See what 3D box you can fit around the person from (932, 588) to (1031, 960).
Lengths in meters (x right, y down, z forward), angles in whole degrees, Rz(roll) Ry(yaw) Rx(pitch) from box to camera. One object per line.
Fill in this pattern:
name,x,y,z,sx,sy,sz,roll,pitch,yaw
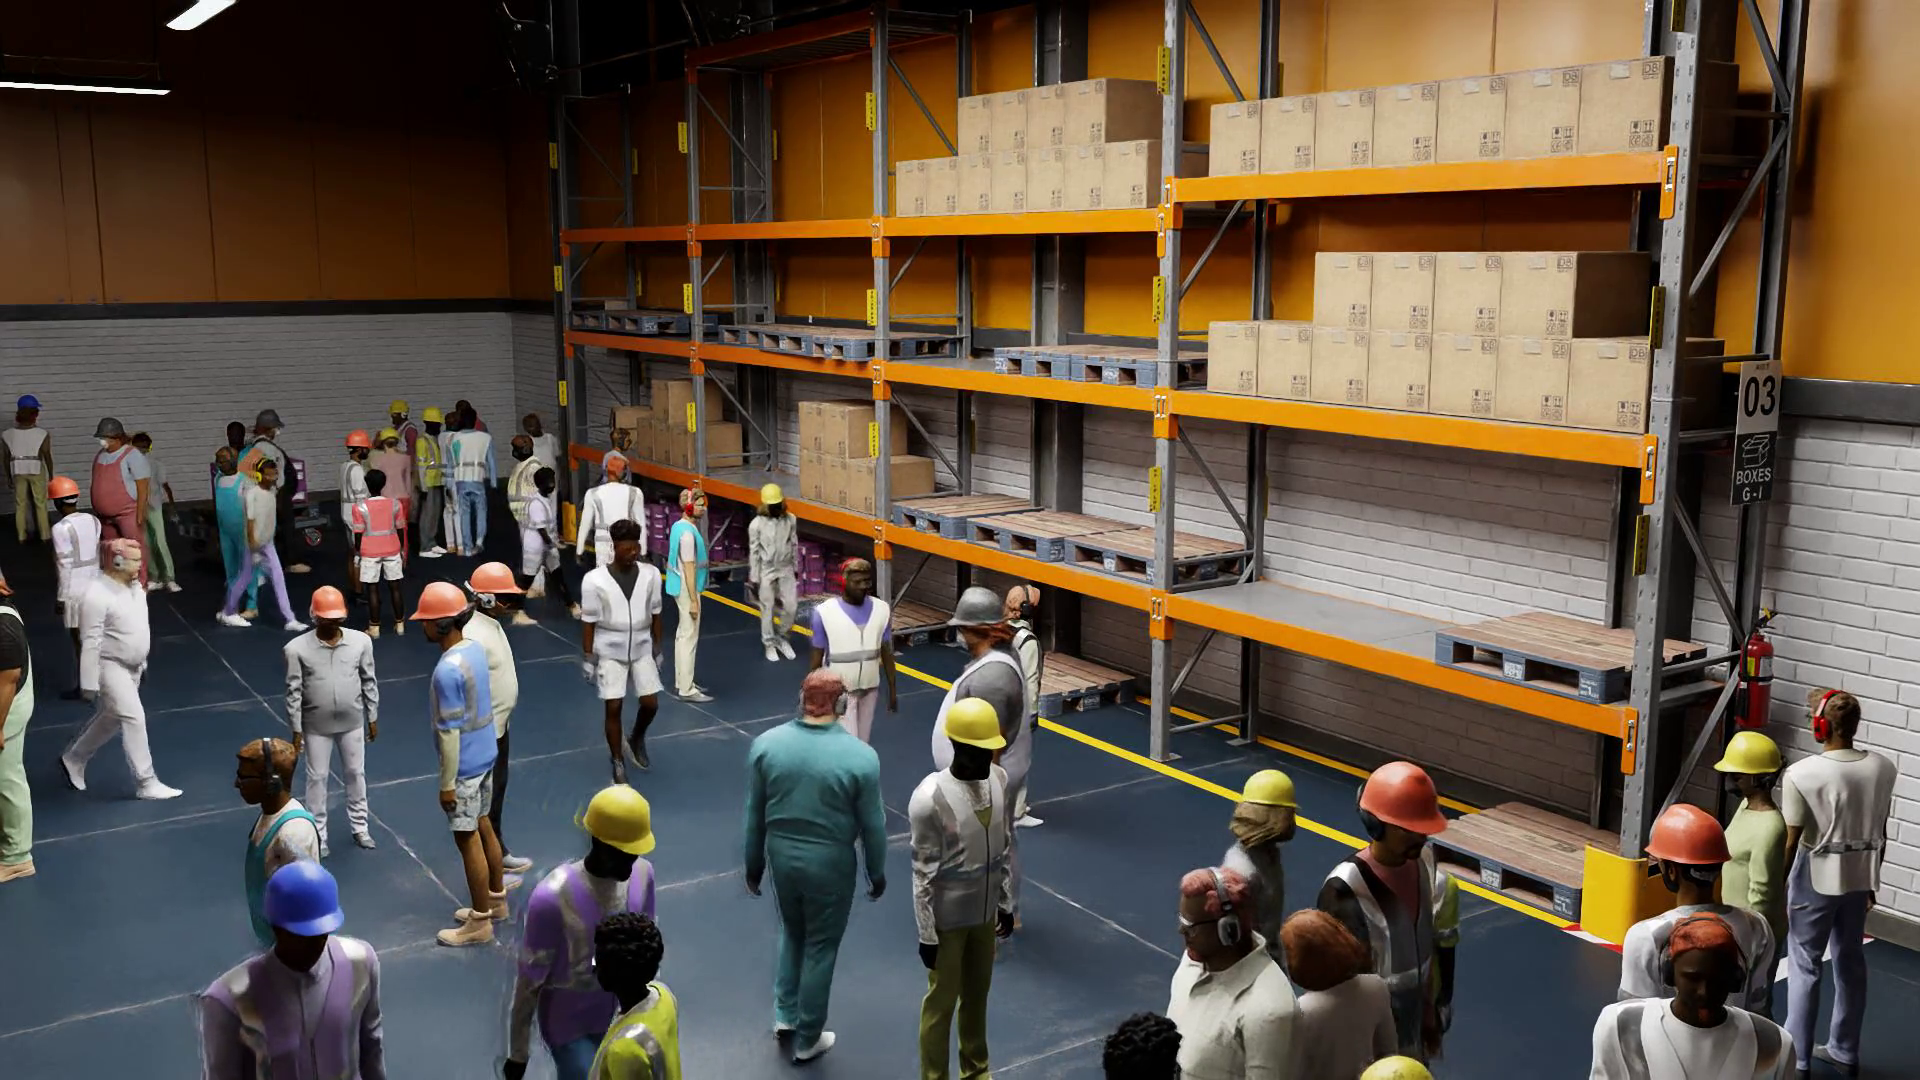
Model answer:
person,0.117,1.243,9.125,0.538,2.000,0.682,2,10,13

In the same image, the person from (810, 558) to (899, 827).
person,-0.695,1.017,11.049,0.601,1.827,0.490,-7,12,-35

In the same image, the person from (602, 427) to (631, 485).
person,-3.961,-0.390,19.318,0.353,1.837,0.511,-7,12,-36

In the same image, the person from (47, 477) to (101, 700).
person,-7.612,0.414,14.310,0.375,1.931,0.542,1,10,6

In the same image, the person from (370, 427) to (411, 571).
person,-6.881,-0.490,20.153,0.530,1.756,0.405,-8,12,-38

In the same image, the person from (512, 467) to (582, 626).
person,-4.229,0.073,17.108,0.865,1.643,0.541,0,10,3

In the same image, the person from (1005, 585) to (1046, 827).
person,0.394,1.105,11.140,0.314,1.629,0.509,-4,10,-21

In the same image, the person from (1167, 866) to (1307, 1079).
person,0.827,1.961,5.338,0.402,1.896,0.657,-3,10,-17

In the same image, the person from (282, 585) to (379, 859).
person,-3.977,1.143,10.574,0.565,1.745,0.349,-6,12,-33

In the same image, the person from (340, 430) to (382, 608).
person,-6.524,-0.230,18.098,0.388,1.930,0.544,-6,11,-33

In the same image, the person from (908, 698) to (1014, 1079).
person,0.030,1.618,7.286,0.396,1.920,0.586,9,13,41

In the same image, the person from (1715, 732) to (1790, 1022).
person,3.434,1.697,7.282,0.340,1.761,0.525,3,10,17

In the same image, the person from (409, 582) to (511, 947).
person,-2.790,1.231,9.228,0.421,2.033,0.608,0,10,-1

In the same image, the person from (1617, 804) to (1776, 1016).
person,2.507,1.866,5.803,0.543,1.929,0.386,-2,10,-10

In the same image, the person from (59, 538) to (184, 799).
person,-5.985,0.903,11.671,0.898,1.865,0.687,0,10,0

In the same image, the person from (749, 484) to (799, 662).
person,-1.724,0.305,15.566,0.518,1.710,0.469,-5,11,-27

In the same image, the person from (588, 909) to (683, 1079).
person,-1.051,2.037,5.471,0.317,1.695,0.540,0,10,-1

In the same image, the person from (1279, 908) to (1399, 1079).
person,1.307,2.036,5.802,0.556,1.574,0.871,-7,12,-34

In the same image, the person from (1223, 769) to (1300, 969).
person,1.145,1.795,6.841,0.411,1.724,0.618,5,11,25

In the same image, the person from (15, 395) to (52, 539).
person,-12.525,-0.983,22.455,0.383,1.950,0.605,-4,10,-21

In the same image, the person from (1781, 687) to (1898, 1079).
person,4.004,1.595,7.649,0.561,1.838,0.393,-2,10,-12

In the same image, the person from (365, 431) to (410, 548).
person,-7.368,-0.605,21.272,0.509,1.608,0.761,1,10,7

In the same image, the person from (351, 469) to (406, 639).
person,-5.804,0.135,16.630,0.541,1.695,0.316,-8,12,-39

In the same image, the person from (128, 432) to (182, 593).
person,-9.186,-0.309,18.802,0.727,1.847,0.409,1,10,7

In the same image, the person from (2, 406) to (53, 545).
person,-12.311,-0.845,22.001,0.565,1.832,0.404,-3,10,-16

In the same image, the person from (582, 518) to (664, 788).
person,-2.430,0.803,11.977,0.642,1.954,0.423,-5,11,-27

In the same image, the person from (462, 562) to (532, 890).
person,-2.820,1.115,10.047,0.407,1.986,0.617,-1,10,-4

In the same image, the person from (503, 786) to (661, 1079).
person,-1.334,1.827,6.227,0.960,1.851,0.648,5,11,27

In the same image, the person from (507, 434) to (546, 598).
person,-4.842,-0.271,18.635,0.429,1.837,0.631,-4,11,-23

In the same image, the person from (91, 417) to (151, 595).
person,-9.390,-0.358,18.520,0.685,2.000,0.535,3,10,19

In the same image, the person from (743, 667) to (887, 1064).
person,-0.663,1.529,7.897,0.666,1.883,0.514,4,10,21

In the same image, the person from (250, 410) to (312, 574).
person,-8.224,-0.590,19.884,0.691,2.000,0.745,-7,12,-34

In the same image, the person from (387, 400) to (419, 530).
person,-7.768,-1.052,23.232,0.403,1.824,0.593,-8,12,-38

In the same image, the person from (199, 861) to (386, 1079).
person,-2.146,1.942,5.436,0.609,1.901,0.759,-8,13,-40

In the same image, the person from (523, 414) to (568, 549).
person,-5.376,-0.736,21.450,0.600,1.806,0.446,-4,10,-21

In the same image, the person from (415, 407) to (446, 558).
person,-6.696,-0.734,21.108,0.407,1.917,0.584,0,10,1

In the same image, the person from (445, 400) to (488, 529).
person,-6.841,-1.022,23.054,0.633,1.835,0.431,-9,13,-43

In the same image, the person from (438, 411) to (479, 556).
person,-6.420,-0.723,21.246,0.429,1.843,0.633,-9,13,-43

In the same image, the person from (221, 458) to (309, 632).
person,-7.150,0.051,16.901,1.045,1.789,0.521,3,10,18

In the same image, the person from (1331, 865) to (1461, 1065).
person,1.729,1.832,6.708,0.543,1.688,0.320,3,10,15

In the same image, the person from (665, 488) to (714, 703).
person,-2.333,0.468,14.244,0.373,1.843,0.570,-2,10,-14

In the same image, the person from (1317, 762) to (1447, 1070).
person,1.549,1.776,6.041,0.614,2.029,0.409,-9,13,-42

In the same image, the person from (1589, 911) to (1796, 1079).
person,2.163,2.026,4.993,0.575,1.882,0.355,2,10,11

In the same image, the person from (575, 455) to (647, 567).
person,-3.440,0.101,16.365,0.708,1.868,0.417,-2,10,-14

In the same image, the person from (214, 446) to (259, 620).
person,-7.614,-0.075,17.453,0.506,1.839,0.343,3,10,18

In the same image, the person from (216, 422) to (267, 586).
person,-8.292,-0.420,19.243,0.596,1.917,0.374,0,10,2

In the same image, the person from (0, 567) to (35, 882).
person,-5.963,1.065,10.168,0.537,2.000,0.682,-6,12,-33

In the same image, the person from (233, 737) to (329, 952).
person,-2.816,1.713,6.937,0.332,1.844,0.518,-6,11,-32

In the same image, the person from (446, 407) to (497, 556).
person,-6.220,-0.736,21.153,0.633,1.895,0.434,-2,10,-13

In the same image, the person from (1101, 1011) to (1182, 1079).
person,0.463,2.166,4.759,0.323,1.685,0.537,-7,12,-36

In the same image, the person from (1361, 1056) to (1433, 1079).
person,1.117,2.199,4.416,0.320,1.738,0.483,-3,10,-18
